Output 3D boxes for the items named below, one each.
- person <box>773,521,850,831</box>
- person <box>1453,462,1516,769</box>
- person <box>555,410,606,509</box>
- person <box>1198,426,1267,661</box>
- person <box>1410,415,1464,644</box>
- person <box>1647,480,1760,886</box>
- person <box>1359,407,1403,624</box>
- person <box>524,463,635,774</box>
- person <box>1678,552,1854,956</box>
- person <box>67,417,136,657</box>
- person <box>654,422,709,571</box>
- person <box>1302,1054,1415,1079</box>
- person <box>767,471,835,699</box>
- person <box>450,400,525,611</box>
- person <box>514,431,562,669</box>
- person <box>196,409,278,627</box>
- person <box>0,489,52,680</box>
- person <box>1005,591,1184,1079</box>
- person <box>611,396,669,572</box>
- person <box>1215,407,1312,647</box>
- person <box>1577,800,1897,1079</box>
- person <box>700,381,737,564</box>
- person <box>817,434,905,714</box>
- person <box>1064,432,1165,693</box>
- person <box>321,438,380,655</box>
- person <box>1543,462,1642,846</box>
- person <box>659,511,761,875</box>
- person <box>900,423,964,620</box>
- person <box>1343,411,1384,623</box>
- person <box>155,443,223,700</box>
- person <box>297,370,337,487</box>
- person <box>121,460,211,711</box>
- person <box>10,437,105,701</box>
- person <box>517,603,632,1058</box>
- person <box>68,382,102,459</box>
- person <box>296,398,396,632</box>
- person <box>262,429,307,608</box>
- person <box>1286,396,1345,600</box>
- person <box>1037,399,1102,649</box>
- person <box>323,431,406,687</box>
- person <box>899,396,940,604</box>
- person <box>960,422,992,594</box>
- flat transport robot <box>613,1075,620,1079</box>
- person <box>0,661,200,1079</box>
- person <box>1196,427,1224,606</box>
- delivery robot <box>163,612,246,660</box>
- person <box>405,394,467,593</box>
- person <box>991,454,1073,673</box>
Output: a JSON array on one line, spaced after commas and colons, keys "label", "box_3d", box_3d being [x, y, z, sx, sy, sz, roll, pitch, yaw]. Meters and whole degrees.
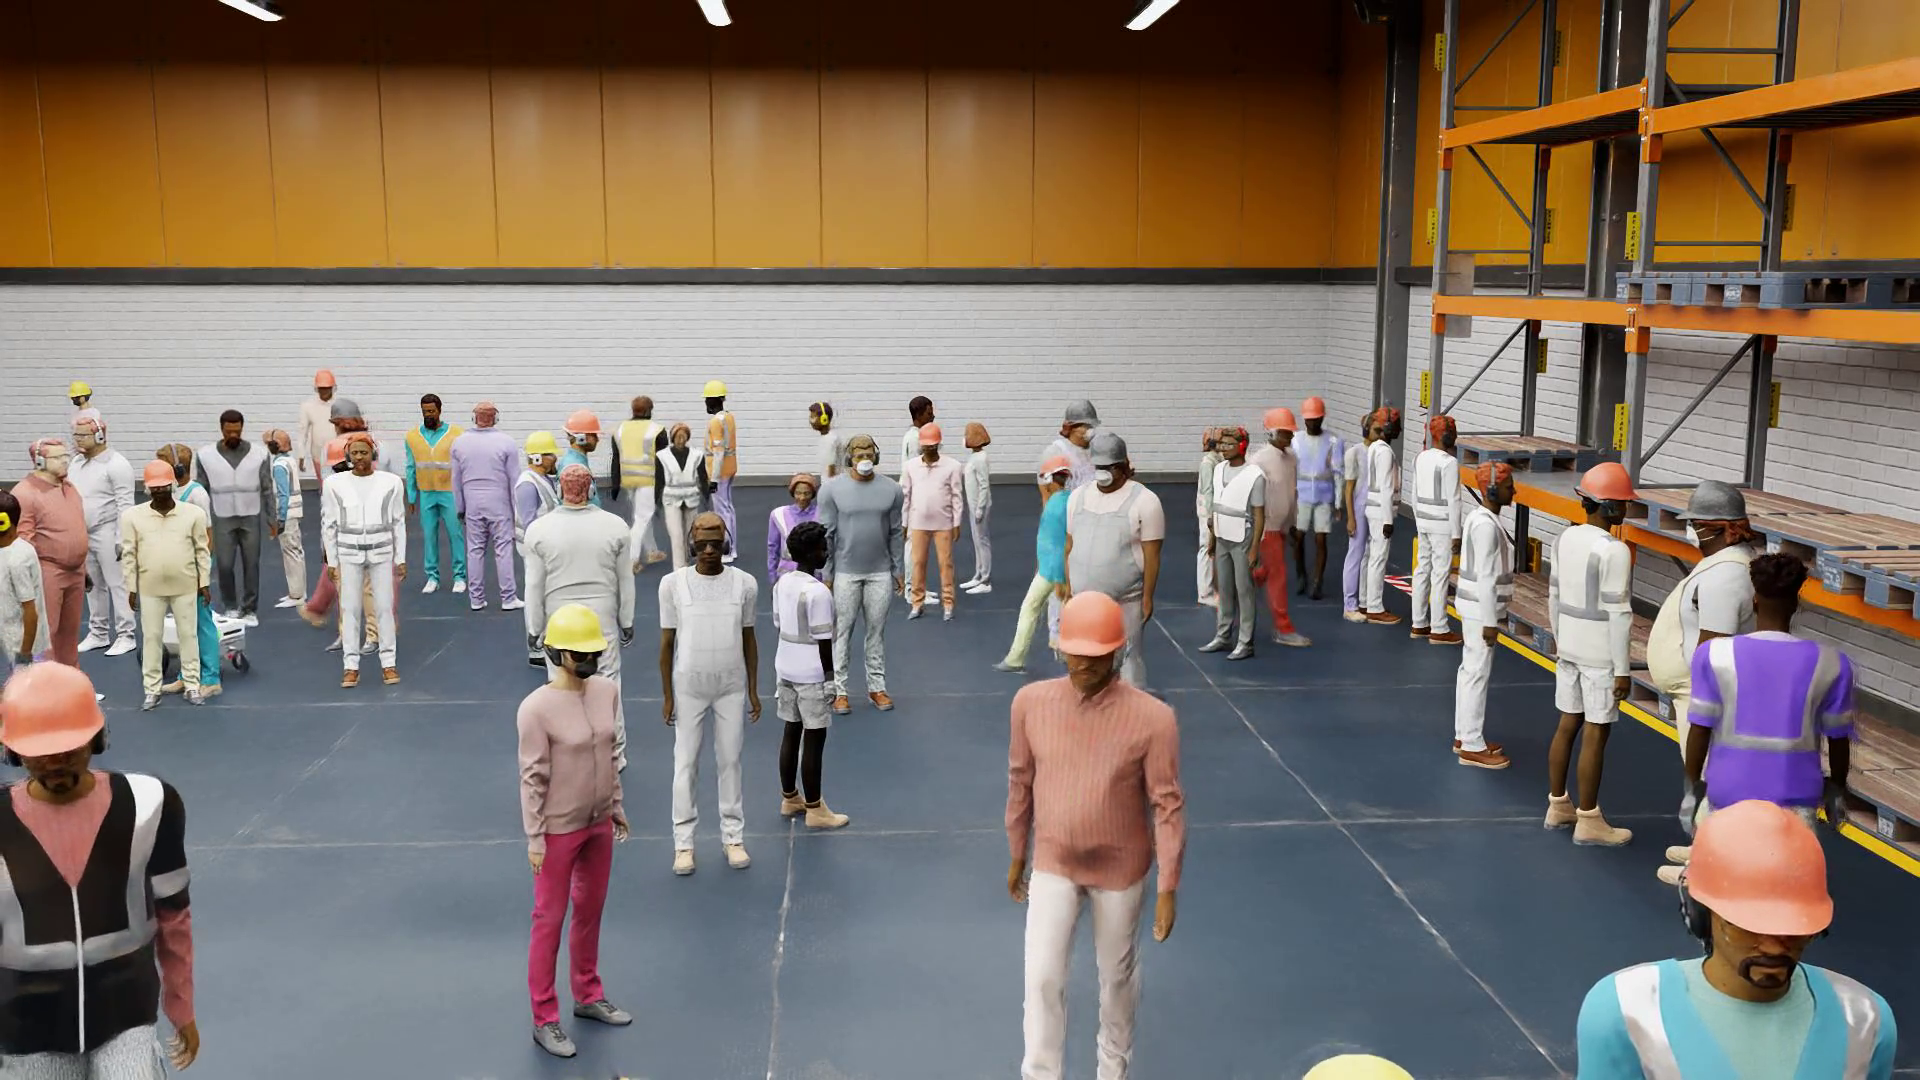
[{"label": "person", "box_3d": [-0.832, 0.735, 9.115, 0.318, 1.699, 0.537, -6, 11, -34]}, {"label": "person", "box_3d": [3.249, 0.455, 10.298, 0.355, 1.883, 0.572, 2, 9, 13]}, {"label": "person", "box_3d": [-2.933, -0.012, 12.918, 0.411, 1.987, 0.617, -1, 9, -9]}, {"label": "person", "box_3d": [2.188, 0.020, 13.134, 0.392, 1.847, 0.563, -5, 10, -30]}, {"label": "person", "box_3d": [3.938, -0.085, 13.690, 0.355, 1.883, 0.575, -3, 10, -19]}, {"label": "person", "box_3d": [3.706, 0.695, 8.293, 0.535, 2.000, 0.683, 6, 11, 33]}, {"label": "person", "box_3d": [3.668, -0.215, 14.497, 0.339, 1.883, 0.584, 0, 9, 0]}, {"label": "person", "box_3d": [-2.286, 0.489, 10.012, 0.652, 1.906, 0.402, -3, 10, -20]}, {"label": "person", "box_3d": [3.296, 0.996, 6.819, 0.635, 1.909, 1.011, 4, 10, 21]}, {"label": "person", "box_3d": [-6.873, -0.029, 13.262, 0.642, 1.909, 0.408, 4, 10, 23]}, {"label": "person", "box_3d": [-2.738, -0.368, 16.334, 0.533, 1.612, 0.749, -3, 10, -20]}, {"label": "person", "box_3d": [0.514, 1.663, 2.734, 0.605, 1.889, 0.785, -3, 10, -19]}, {"label": "person", "box_3d": [-1.122, 0.321, 11.902, 0.513, 1.640, 0.313, -1, 9, -4]}, {"label": "person", "box_3d": [-4.235, -0.308, 15.001, 0.645, 1.911, 0.400, 1, 9, 7]}, {"label": "person", "box_3d": [-3.217, 0.071, 12.853, 0.403, 1.836, 0.586, 0, 9, -2]}, {"label": "person", "box_3d": [-6.168, -0.173, 14.216, 0.604, 1.890, 0.516, -4, 10, -25]}, {"label": "person", "box_3d": [-5.215, 0.639, 9.206, 0.334, 1.863, 0.518, -5, 11, -31]}, {"label": "person", "box_3d": [0.422, 1.153, 5.665, 0.655, 1.954, 0.917, 3, 9, 17]}, {"label": "person", "box_3d": [-3.277, -0.585, 17.129, 0.614, 1.793, 0.932, 4, 10, 24]}, {"label": "person", "box_3d": [2.515, -0.134, 13.749, 0.900, 1.969, 0.614, 8, 12, 40]}, {"label": "person", "box_3d": [1.503, 1.495, 3.262, 0.615, 2.042, 0.374, 0, 9, 1]}, {"label": "person", "box_3d": [-2.536, -0.709, 17.466, 0.375, 1.925, 0.595, 1, 9, 5]}, {"label": "person", "box_3d": [-0.675, 0.230, 11.532, 0.627, 1.940, 0.372, -3, 10, -20]}, {"label": "person", "box_3d": [0.945, 0.302, 10.763, 0.685, 2.000, 0.535, 6, 11, 32]}, {"label": "person", "box_3d": [-4.873, 0.051, 13.274, 0.573, 1.738, 0.350, 3, 10, 21]}, {"label": "person", "box_3d": [3.390, 0.601, 8.873, 0.372, 2.042, 0.615, -2, 9, -13]}, {"label": "person", "box_3d": [-1.265, 0.768, 8.445, 0.505, 1.847, 0.348, -3, 9, -16]}, {"label": "person", "box_3d": [-0.254, -0.161, 14.590, 0.577, 1.744, 0.339, 1, 9, 9]}, {"label": "person", "box_3d": [3.574, -0.204, 14.553, 0.508, 1.846, 0.345, -6, 11, -34]}, {"label": "person", "box_3d": [-5.538, 0.221, 11.898, 0.514, 1.841, 0.338, 6, 11, 35]}, {"label": "person", "box_3d": [-7.325, -1.002, 19.273, 0.641, 1.946, 1.037, -2, 9, -12]}, {"label": "person", "box_3d": [-5.532, 0.308, 11.622, 0.564, 1.752, 0.340, -4, 10, -24]}, {"label": "person", "box_3d": [-6.272, 0.238, 11.573, 0.406, 1.913, 0.639, 1, 9, 6]}, {"label": "person", "box_3d": [-1.493, 1.114, 6.524, 0.328, 1.767, 0.531, 5, 10, 30]}, {"label": "person", "box_3d": [-10.489, -1.022, 19.970, 0.524, 1.761, 0.339, 5, 10, 28]}, {"label": "person", "box_3d": [-5.212, -0.235, 14.134, 1.002, 2.000, 0.698, 6, 11, 34]}, {"label": "person", "box_3d": [-6.151, -0.200, 15.169, 0.314, 1.638, 0.520, -2, 9, -13]}, {"label": "person", "box_3d": [3.281, -0.384, 15.467, 0.580, 1.915, 0.452, 3, 9, 17]}, {"label": "person", "box_3d": [0.986, -0.124, 13.440, 0.689, 2.000, 0.538, -8, 12, -41]}, {"label": "person", "box_3d": [-4.379, 0.141, 12.268, 0.573, 1.883, 0.356, -3, 10, -19]}, {"label": "person", "box_3d": [-0.389, -0.372, 15.381, 0.393, 1.920, 0.591, 0, 9, -3]}, {"label": "person", "box_3d": [0.163, -0.305, 15.848, 0.283, 1.633, 0.501, -1, 9, -8]}, {"label": "flat transport robot", "box_3d": [-1.157, 2.065, 5.233, 0.652, 0.197, 1.431, -4, 10, -25]}, {"label": "person", "box_3d": [-2.420, 1.304, 4.561, 0.623, 2.017, 0.850, -6, 11, -32]}, {"label": "person", "box_3d": [2.322, -0.220, 15.294, 0.307, 1.641, 0.514, 3, 9, 16]}, {"label": "delivery robot", "box_3d": [-5.788, 0.701, 12.615, 0.707, 0.478, 0.477, 3, 10, 20]}, {"label": "person", "box_3d": [-4.974, -0.443, 15.866, 0.592, 1.913, 0.394, 0, 9, -2]}, {"label": "person", "box_3d": [0.736, 0.198, 12.571, 0.918, 1.695, 0.546, 4, 10, 25]}]
